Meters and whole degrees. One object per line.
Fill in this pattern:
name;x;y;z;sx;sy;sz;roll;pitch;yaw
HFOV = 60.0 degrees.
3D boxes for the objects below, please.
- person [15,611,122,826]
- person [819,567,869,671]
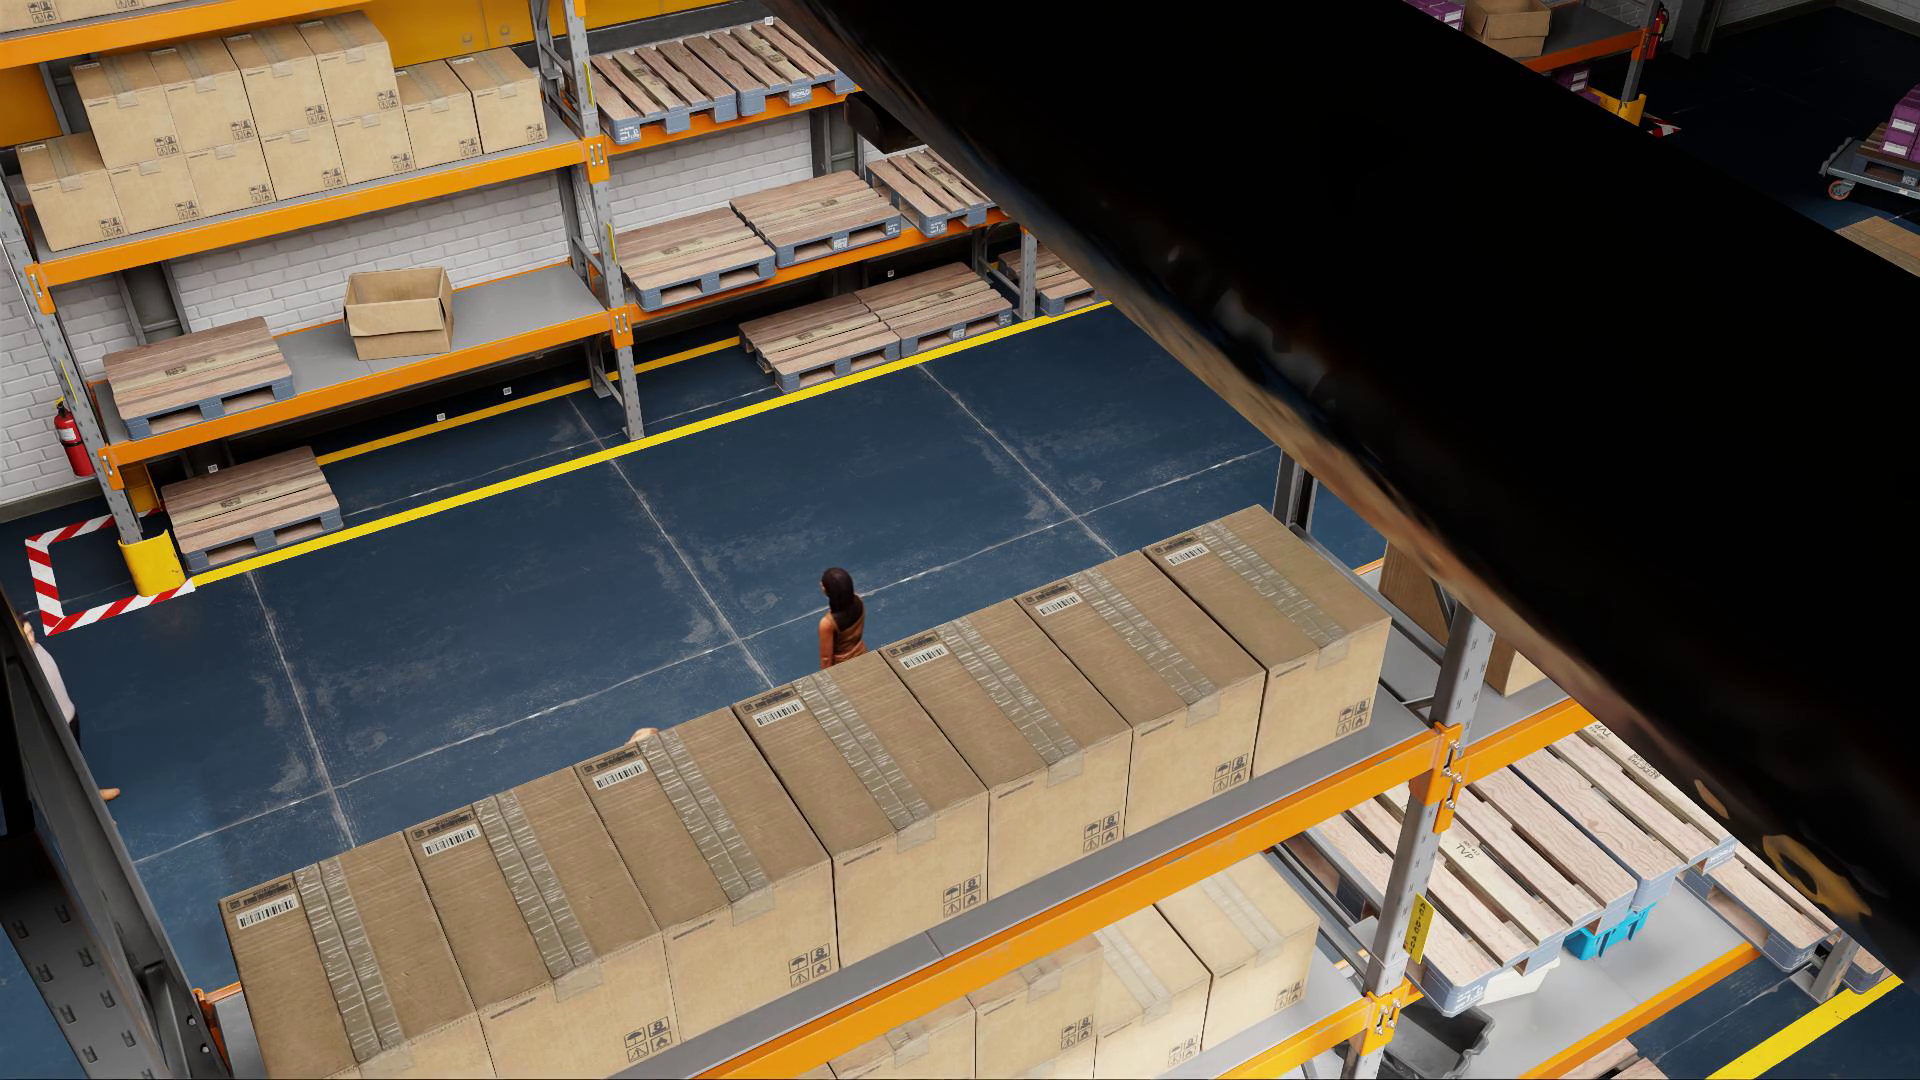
person;-5.765;1.134;10.547;0.629;1.717;0.662;-8;39;-10
person;-0.754;0.851;10.928;0.695;1.683;0.584;22;44;25
